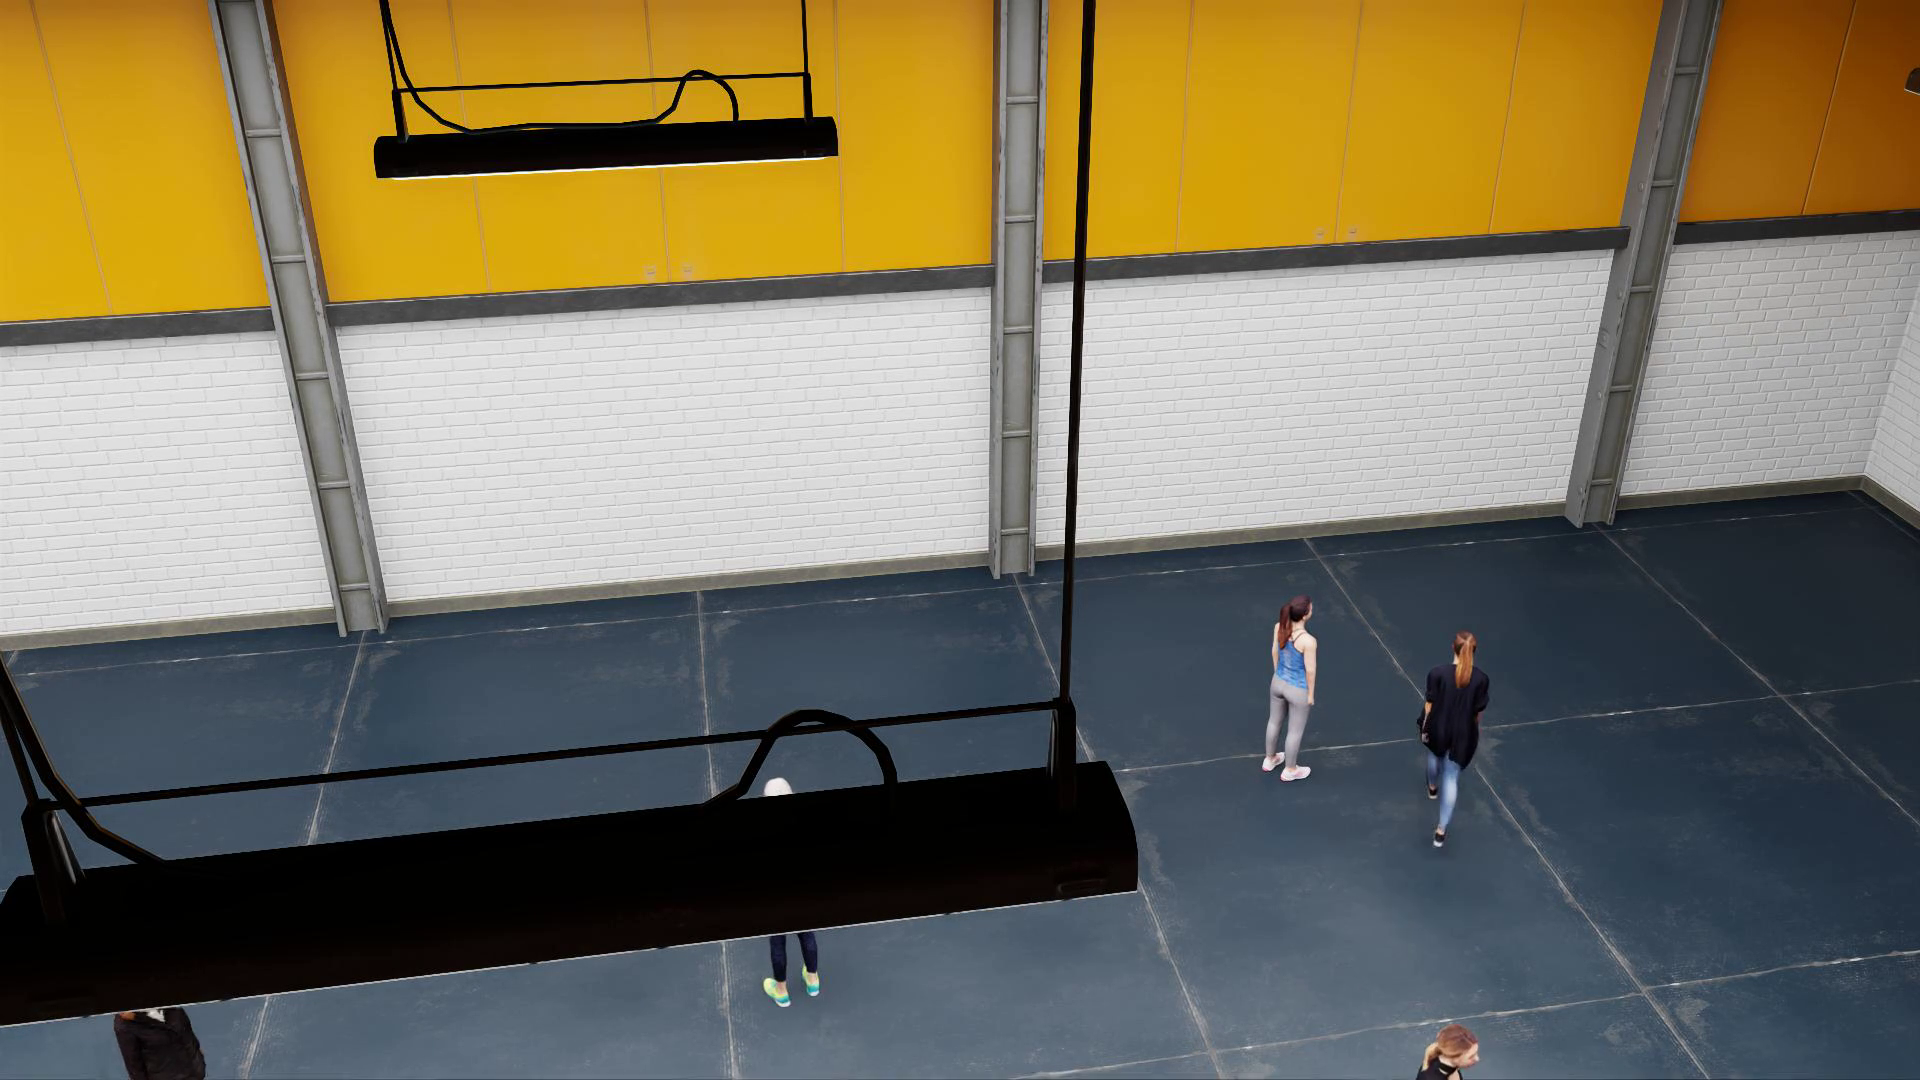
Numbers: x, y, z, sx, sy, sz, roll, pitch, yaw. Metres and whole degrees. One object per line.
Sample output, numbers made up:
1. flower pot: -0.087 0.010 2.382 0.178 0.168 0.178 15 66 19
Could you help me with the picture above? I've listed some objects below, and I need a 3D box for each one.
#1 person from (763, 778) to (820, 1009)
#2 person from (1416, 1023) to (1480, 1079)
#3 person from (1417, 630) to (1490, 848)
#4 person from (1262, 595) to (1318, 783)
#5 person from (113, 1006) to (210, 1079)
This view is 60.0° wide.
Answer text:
1. person: -1.120 2.252 10.654 0.570 1.701 0.722 -14 32 -24
2. person: 2.409 3.207 8.857 0.925 1.745 0.843 14 32 24
3. person: 3.586 1.470 12.155 1.152 1.636 1.005 7 29 13
4. person: 2.554 1.127 12.810 0.680 1.610 0.653 -21 35 -33
5. person: -4.529 2.978 9.404 0.845 1.622 0.782 10 30 17
